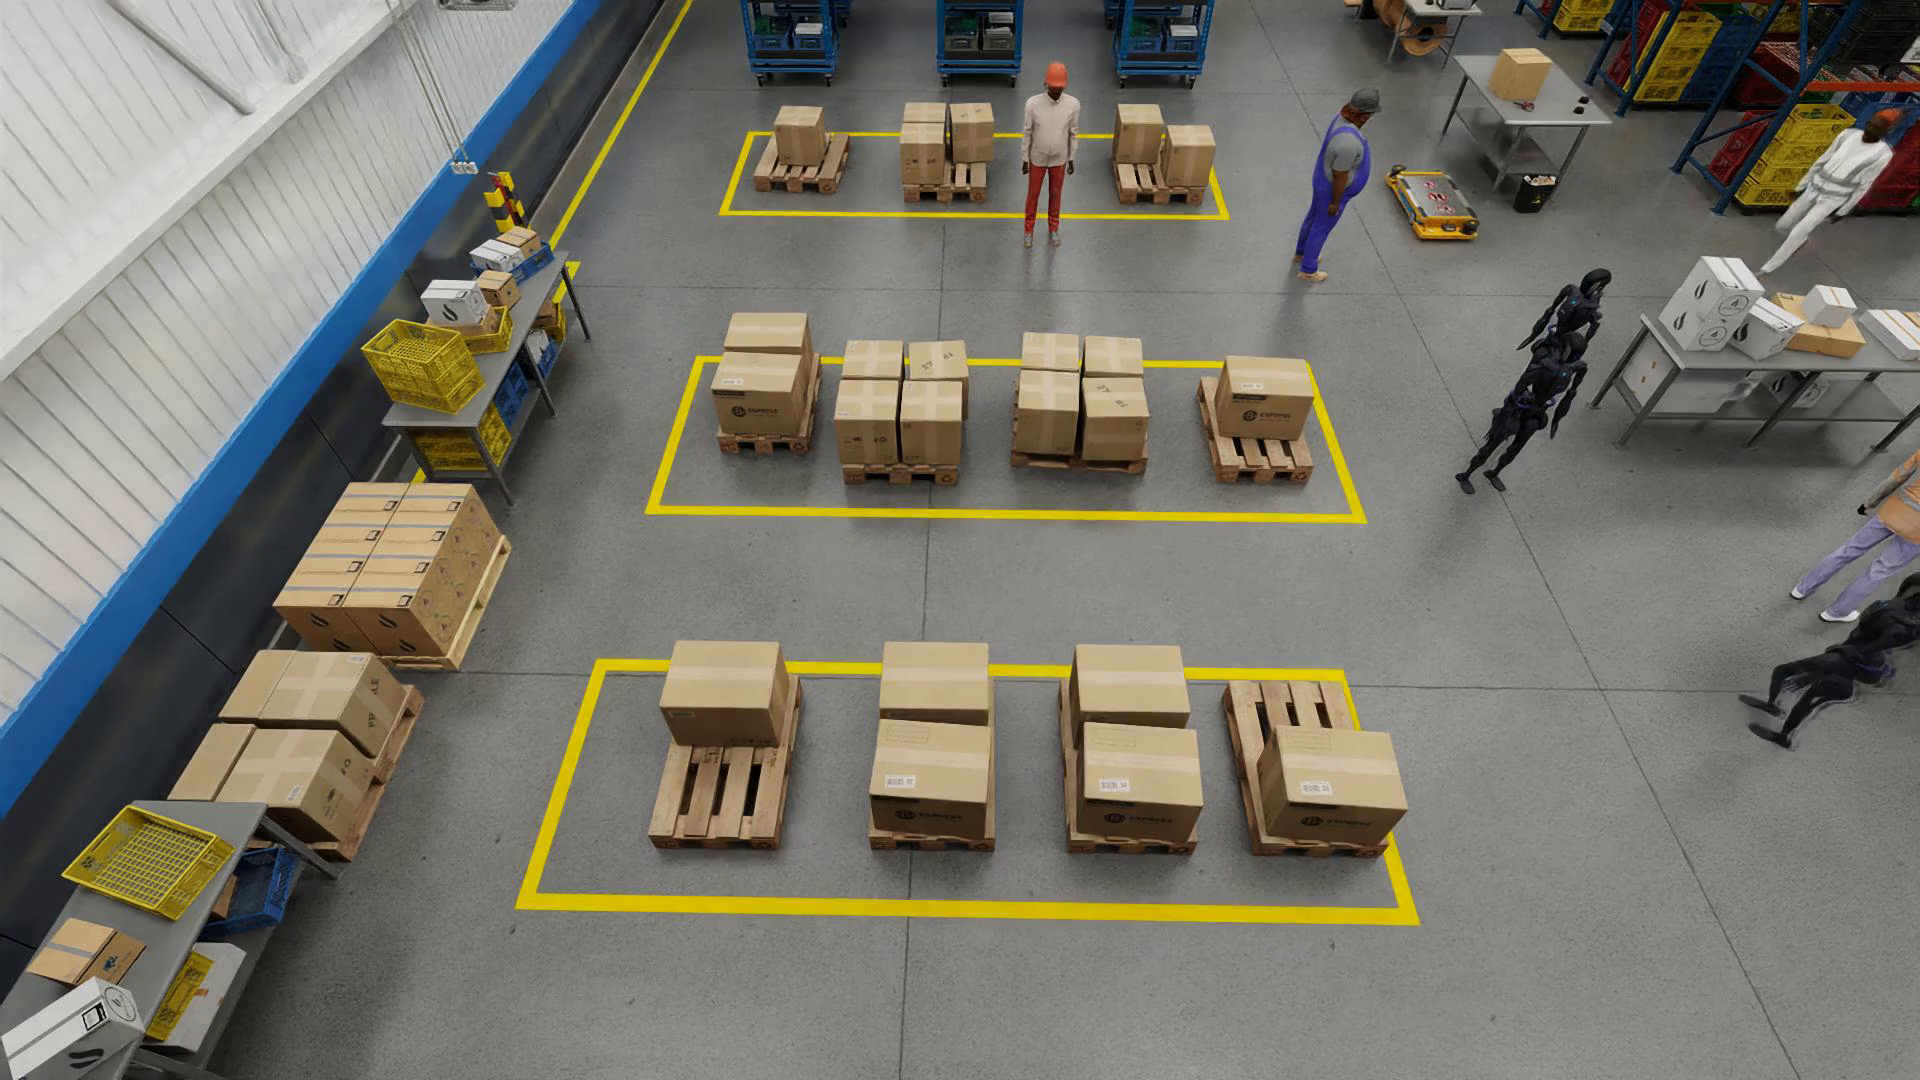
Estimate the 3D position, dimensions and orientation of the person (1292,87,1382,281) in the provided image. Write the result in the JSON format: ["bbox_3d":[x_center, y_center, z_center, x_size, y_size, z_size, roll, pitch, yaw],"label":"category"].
[{"bbox_3d":[3.949,-3.704,9.569,0.536,2.000,0.676,4,49,4],"label":"person"}]

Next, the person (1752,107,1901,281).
[{"bbox_3d":[9.086,-3.601,9.593,0.648,1.861,0.585,-11,50,-9],"label":"person"}]

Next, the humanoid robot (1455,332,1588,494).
[{"bbox_3d":[4.617,-1.004,7.470,0.564,1.650,0.350,-5,49,-4],"label":"humanoid robot"}]

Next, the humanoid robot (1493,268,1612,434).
[{"bbox_3d":[5.197,-1.652,8.032,0.320,1.658,0.582,-6,49,-5],"label":"humanoid robot"}]

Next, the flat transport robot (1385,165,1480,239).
[{"bbox_3d":[5.692,-4.094,11.059,0.652,0.197,1.431,1,49,1],"label":"flat transport robot"}]

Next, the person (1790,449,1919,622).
[{"bbox_3d":[6.803,-0.128,6.547,0.373,1.925,0.593,-16,51,-14],"label":"person"}]

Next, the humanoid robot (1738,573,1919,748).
[{"bbox_3d":[5.669,0.786,5.929,0.521,1.642,0.577,31,56,24],"label":"humanoid robot"}]

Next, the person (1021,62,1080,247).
[{"bbox_3d":[0.965,-4.172,10.003,0.607,1.996,0.376,-3,49,-3],"label":"person"}]
